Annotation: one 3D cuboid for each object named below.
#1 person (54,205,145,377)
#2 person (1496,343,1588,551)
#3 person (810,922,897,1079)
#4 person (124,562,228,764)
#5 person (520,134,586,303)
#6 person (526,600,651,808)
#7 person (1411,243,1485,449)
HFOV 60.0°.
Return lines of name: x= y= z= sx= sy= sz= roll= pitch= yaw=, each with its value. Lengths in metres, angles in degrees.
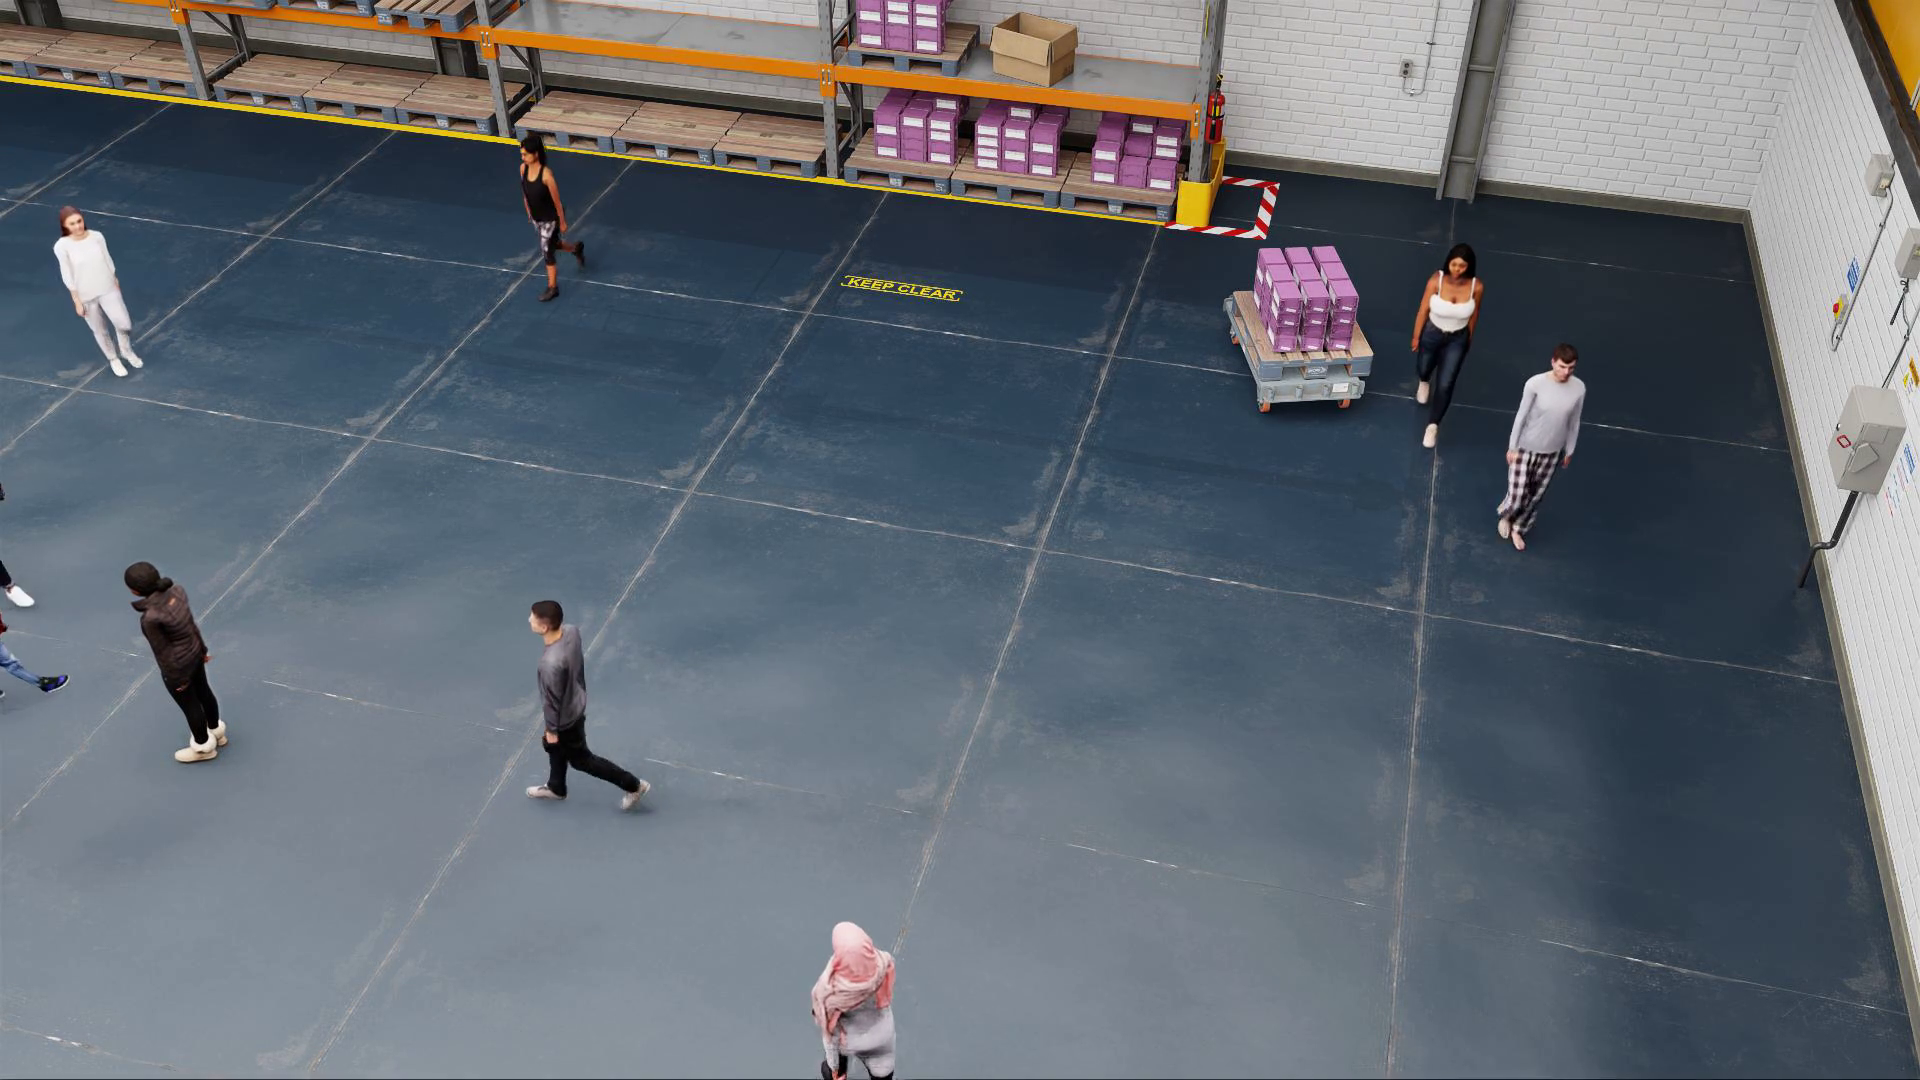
person: x=-7.788 y=-2.249 z=14.902 sx=0.724 sy=1.679 sz=0.756 roll=-29 pitch=47 yaw=-31
person: x=4.477 y=-0.774 z=12.925 sx=0.683 sy=1.840 sz=0.778 roll=1 pitch=39 yaw=2
person: x=-0.467 y=2.662 z=8.684 sx=1.181 sy=1.764 sz=1.182 roll=-16 pitch=41 yaw=-19
person: x=-5.181 y=0.811 z=11.085 sx=0.606 sy=1.660 sz=0.655 roll=9 pitch=40 yaw=11
person: x=-3.937 y=-3.172 z=16.088 sx=1.043 sy=1.641 sz=0.891 roll=20 pitch=43 yaw=23
person: x=-2.443 y=1.108 z=10.655 sx=1.153 sy=1.733 sz=0.793 roll=1 pitch=39 yaw=2
person: x=4.129 y=-1.755 z=14.208 sx=1.113 sy=1.773 sz=0.729 roll=12 pitch=40 yaw=14
